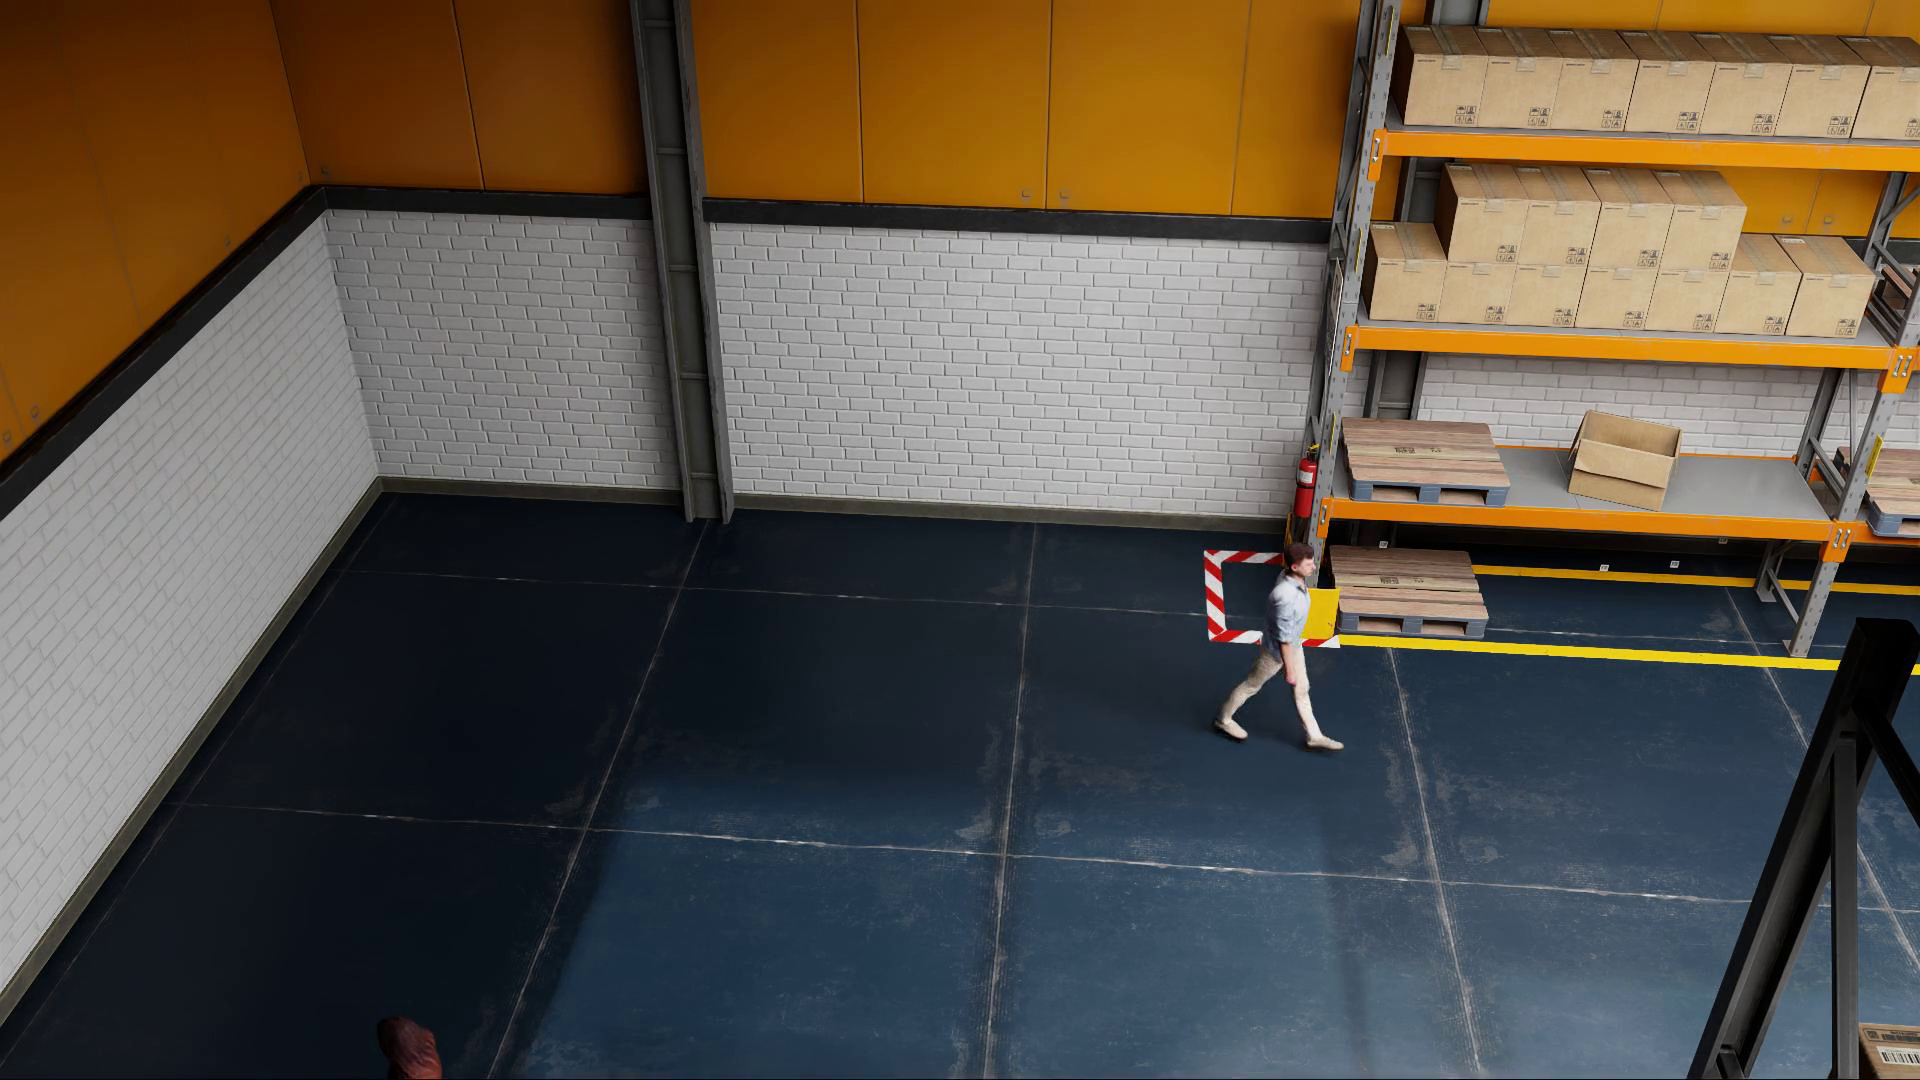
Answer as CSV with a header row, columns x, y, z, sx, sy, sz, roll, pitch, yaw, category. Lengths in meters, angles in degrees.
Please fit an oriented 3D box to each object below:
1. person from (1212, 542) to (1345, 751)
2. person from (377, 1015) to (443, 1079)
x,y,z,sx,sy,sz,roll,pitch,yaw,category
2.255,0.783,12.196,1.312,1.793,0.979,16,37,22,person
-2.866,3.088,8.898,0.635,1.607,0.658,-7,34,-10,person
